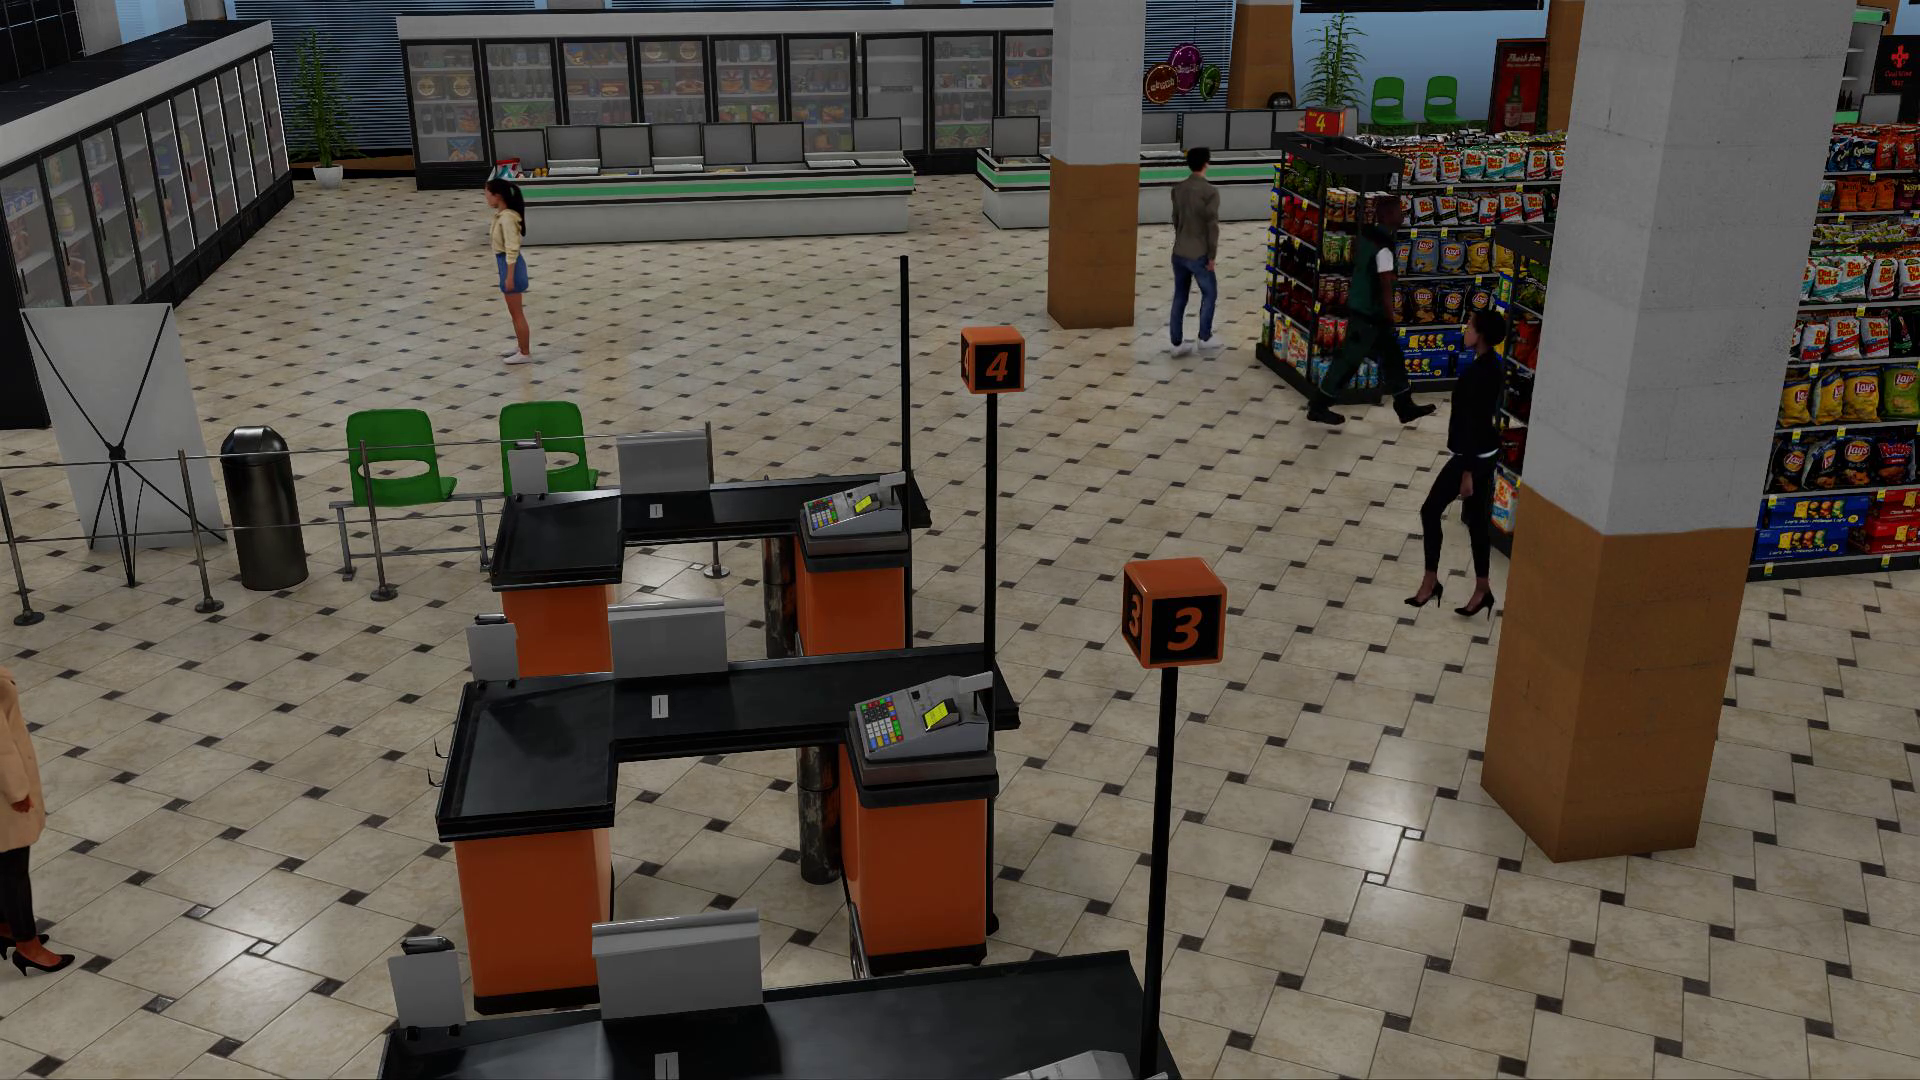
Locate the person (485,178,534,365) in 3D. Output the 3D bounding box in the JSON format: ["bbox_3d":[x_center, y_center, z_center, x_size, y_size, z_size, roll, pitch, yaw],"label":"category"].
[{"bbox_3d":[-3.950,-2.375,14.655,0.567,1.632,0.649,-5,23,-13],"label":"person"}]

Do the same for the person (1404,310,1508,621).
[{"bbox_3d":[3.000,-0.388,9.463,0.912,1.816,0.852,13,25,29],"label":"person"}]

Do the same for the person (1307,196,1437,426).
[{"bbox_3d":[3.065,-1.694,12.774,1.306,1.772,0.906,2,22,4],"label":"person"}]

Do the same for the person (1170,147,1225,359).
[{"bbox_3d":[1.996,-2.511,14.707,0.944,1.846,1.016,20,29,41],"label":"person"}]

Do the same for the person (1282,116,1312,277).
[{"bbox_3d":[3.668,-3.667,17.745,0.664,1.727,0.703,20,29,40],"label":"person"}]

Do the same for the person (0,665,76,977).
[{"bbox_3d":[-3.743,0.911,6.411,0.721,1.681,0.743,19,29,39],"label":"person"}]
